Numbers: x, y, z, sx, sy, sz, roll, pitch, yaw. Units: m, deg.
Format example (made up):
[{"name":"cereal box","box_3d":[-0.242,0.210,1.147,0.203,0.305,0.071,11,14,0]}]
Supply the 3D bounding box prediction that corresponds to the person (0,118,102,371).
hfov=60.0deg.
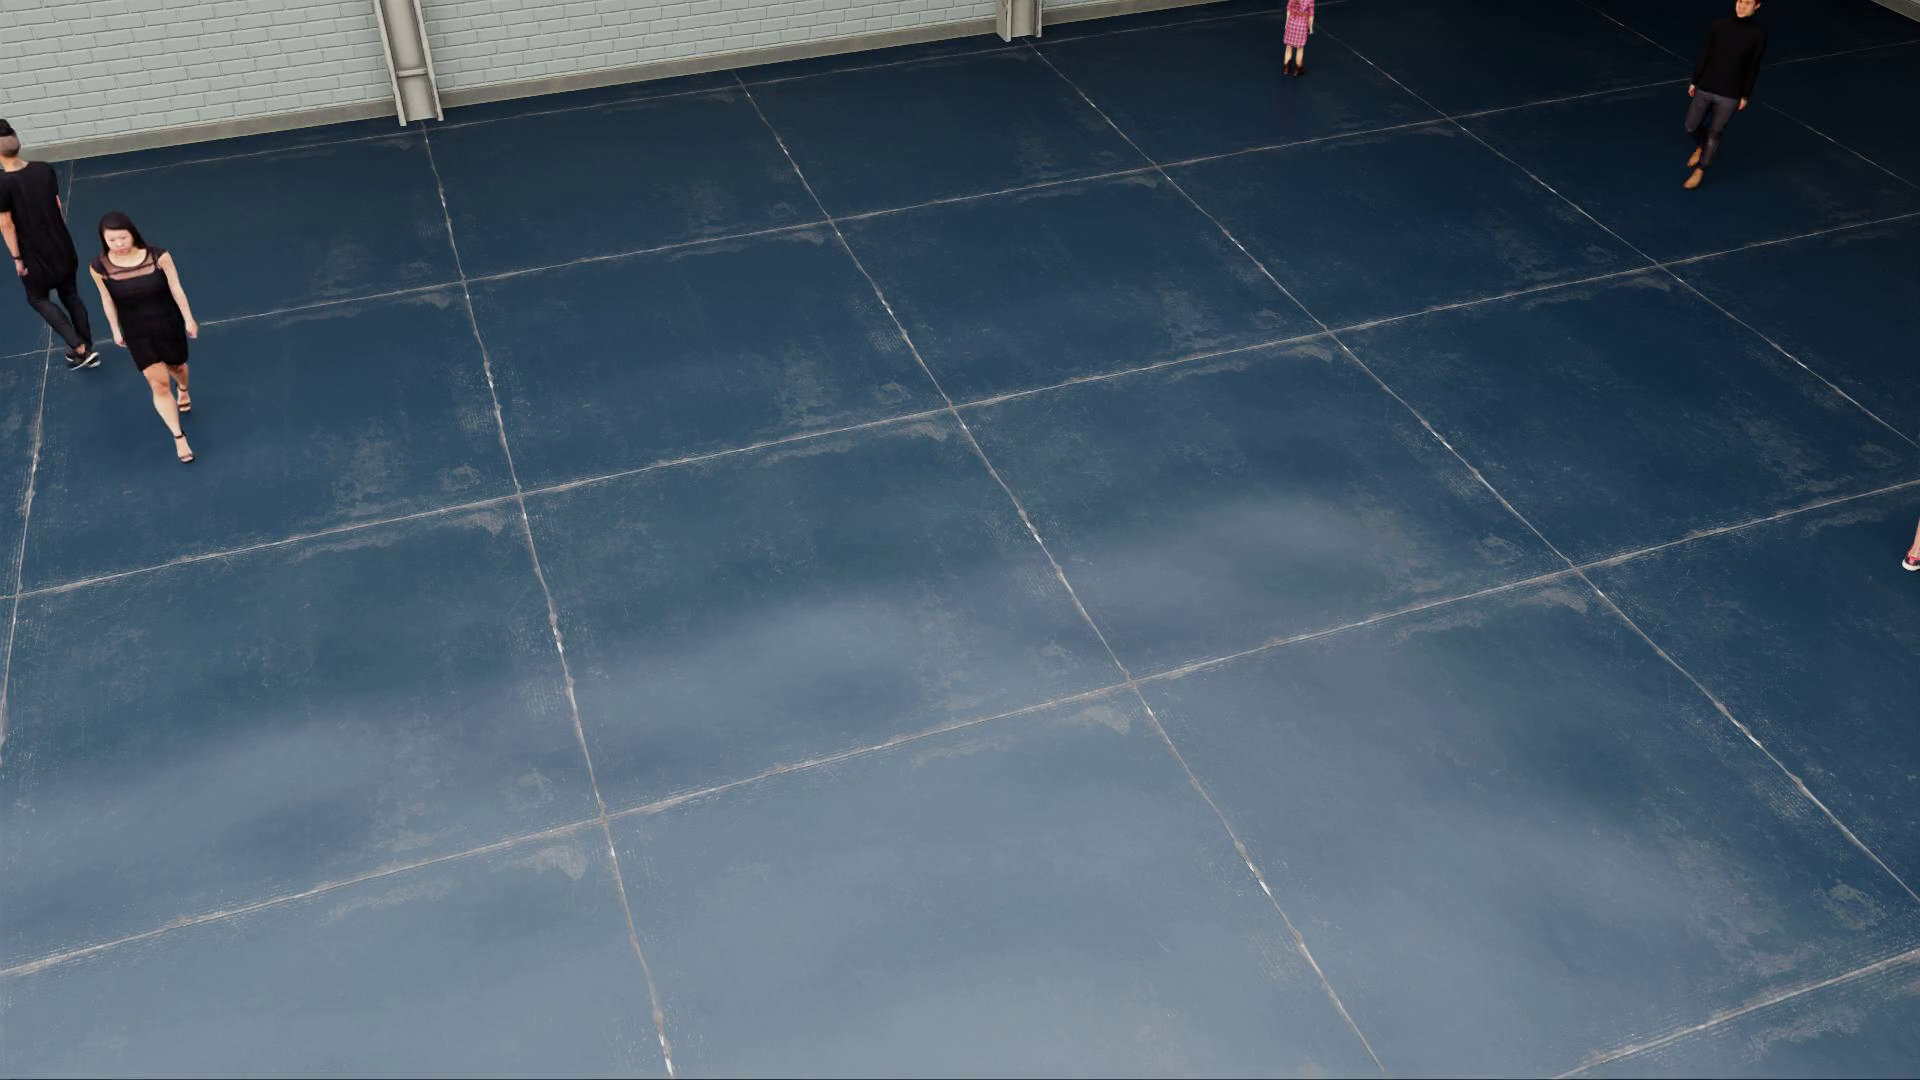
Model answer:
[{"name":"person","box_3d":[-6.268,-2.005,11.521,0.907,1.852,0.843,15,40,18]}]

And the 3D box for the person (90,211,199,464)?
[{"name":"person","box_3d":[-5.270,-1.391,10.878,1.008,1.678,0.809,-17,41,-21]}]

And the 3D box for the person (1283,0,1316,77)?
[{"name":"person","box_3d":[3.256,-4.980,15.999,0.502,1.021,0.555,19,42,23]}]

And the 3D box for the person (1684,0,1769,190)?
[{"name":"person","box_3d":[6.419,-3.831,13.965,0.826,1.716,0.906,31,48,34]}]
